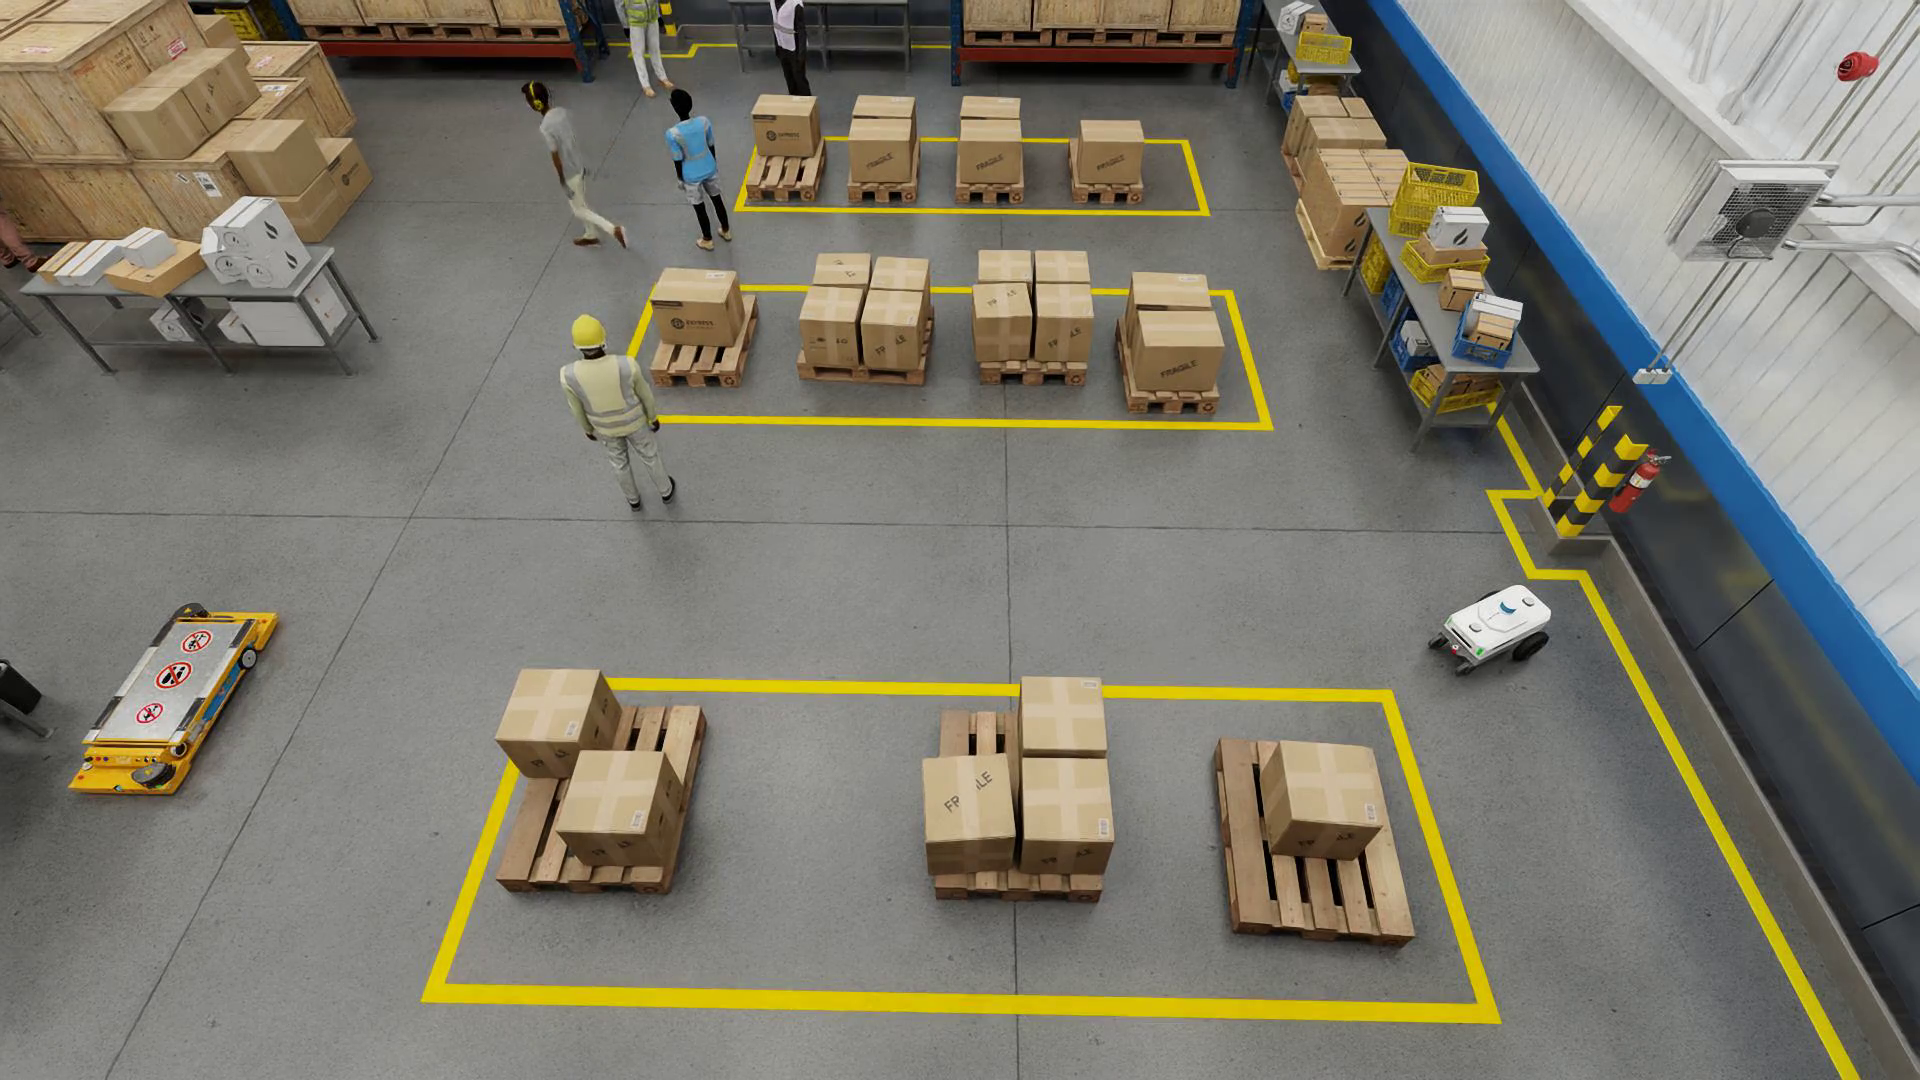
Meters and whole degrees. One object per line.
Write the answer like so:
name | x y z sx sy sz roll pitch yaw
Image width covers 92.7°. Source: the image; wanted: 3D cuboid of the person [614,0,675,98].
person | -4.224 -6.920 12.183 0.430 1.844 0.624 35 58 26

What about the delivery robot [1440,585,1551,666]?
delivery robot | 3.856 0.598 6.599 0.707 0.478 0.477 -20 53 -16

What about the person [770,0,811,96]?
person | -2.120 -6.168 11.497 0.389 1.919 0.592 -37 59 -27

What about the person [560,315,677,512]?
person | -2.655 -0.951 7.137 0.592 1.833 0.404 -11 51 -10

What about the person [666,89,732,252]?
person | -2.777 -3.894 9.714 0.536 1.697 0.322 -37 59 -27

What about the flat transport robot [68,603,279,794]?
flat transport robot | -5.504 1.072 6.442 0.652 0.197 1.431 1 50 1

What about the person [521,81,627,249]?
person | -4.005 -3.863 9.604 0.686 1.839 0.566 6 50 5

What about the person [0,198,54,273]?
person | -10.222 -3.678 9.407 0.644 1.899 0.397 11 51 9
